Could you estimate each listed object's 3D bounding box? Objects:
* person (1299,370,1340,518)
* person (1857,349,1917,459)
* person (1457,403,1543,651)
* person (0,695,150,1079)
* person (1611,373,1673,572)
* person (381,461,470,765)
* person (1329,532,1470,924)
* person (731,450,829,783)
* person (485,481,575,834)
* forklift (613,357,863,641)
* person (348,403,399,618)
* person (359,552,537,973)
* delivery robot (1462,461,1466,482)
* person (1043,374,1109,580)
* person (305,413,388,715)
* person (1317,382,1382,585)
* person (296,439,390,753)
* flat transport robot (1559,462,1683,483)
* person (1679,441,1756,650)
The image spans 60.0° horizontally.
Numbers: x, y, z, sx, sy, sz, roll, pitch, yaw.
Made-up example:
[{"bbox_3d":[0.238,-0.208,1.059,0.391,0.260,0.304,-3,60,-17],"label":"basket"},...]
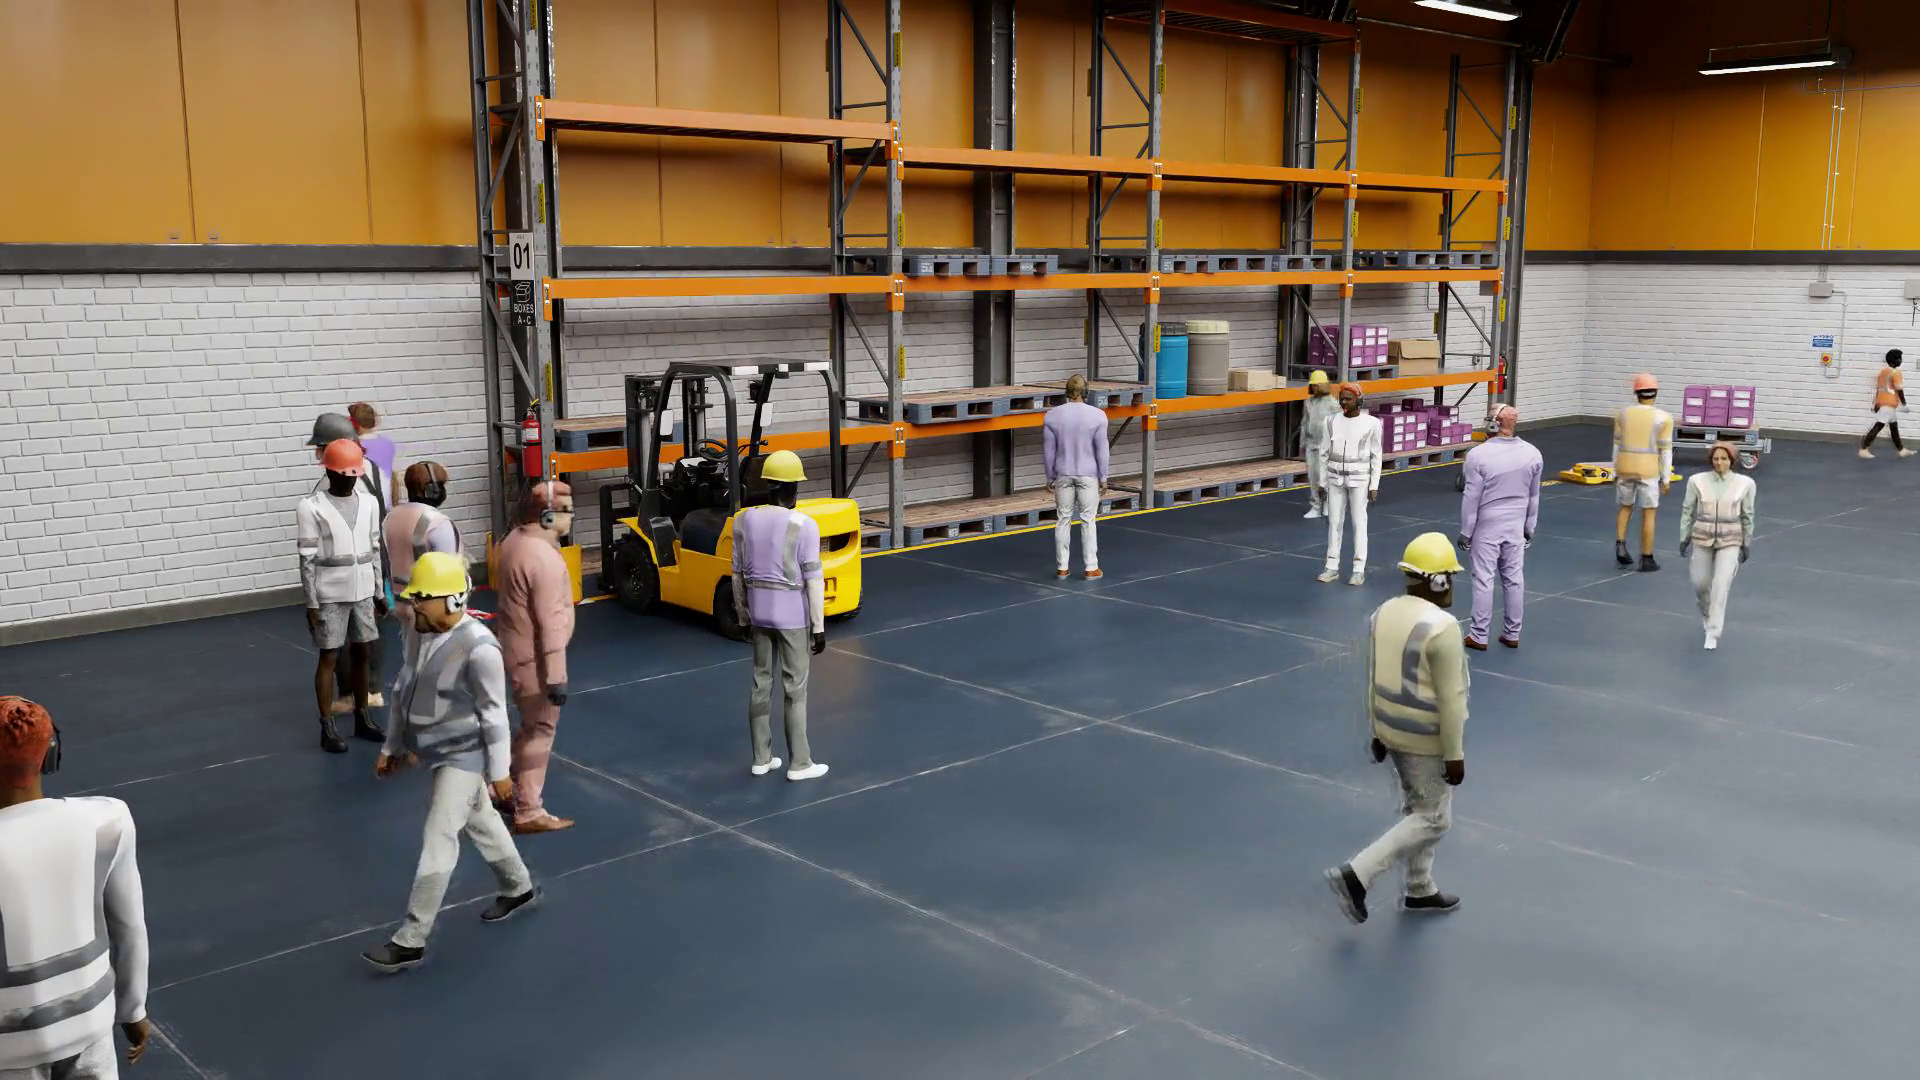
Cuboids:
[{"bbox_3d":[4.124,-1.098,19.218,0.357,1.727,0.501,-8,13,-40],"label":"person"},{"bbox_3d":[13.896,-2.019,24.842,0.893,1.648,0.537,2,10,9],"label":"person"},{"bbox_3d":[4.137,-0.100,12.843,0.651,1.910,0.409,-2,10,-14],"label":"person"},{"bbox_3d":[-2.483,1.340,4.492,0.342,1.882,0.587,7,12,36],"label":"person"},{"bbox_3d":[6.587,-0.652,16.103,0.588,1.907,0.485,7,12,37],"label":"person"},{"bbox_3d":[-3.114,0.449,9.835,0.619,1.844,0.430,8,12,39],"label":"person"},{"bbox_3d":[2.003,0.866,7.481,0.656,1.809,0.603,-2,10,-13],"label":"person"},{"bbox_3d":[-1.030,0.439,9.641,0.595,1.925,0.375,5,11,27],"label":"person"},{"bbox_3d":[-2.224,0.625,8.703,0.466,1.880,0.690,-5,11,-26],"label":"person"},{"bbox_3d":[-1.847,-0.414,13.852,1.214,2.155,2.313,-9,13,-42],"label":"forklift"},{"bbox_3d":[-5.061,-0.252,14.054,0.755,1.817,0.577,5,11,25],"label":"person"},{"bbox_3d":[-2.238,0.919,7.278,0.604,1.783,0.948,9,14,44],"label":"person"},{"bbox_3d":[6.773,-0.938,21.439,0.477,0.478,0.707,8,13,40],"label":"delivery robot"},{"bbox_3d":[1.091,-0.581,15.597,0.627,1.934,0.370,3,10,17],"label":"person"},{"bbox_3d":[-4.066,0.142,11.050,0.535,2.000,0.714,2,10,11],"label":"person"},{"bbox_3d":[3.598,-0.524,15.403,0.584,1.882,0.337,7,12,34],"label":"person"},{"bbox_3d":[-3.778,0.333,10.258,0.374,1.928,0.543,8,13,39],"label":"person"},{"bbox_3d":[8.921,-0.921,22.446,1.431,0.197,0.652,-2,10,-12],"label":"flat transport robot"},{"bbox_3d":[5.930,0.015,13.039,0.520,1.614,0.668,6,11,32],"label":"person"}]
